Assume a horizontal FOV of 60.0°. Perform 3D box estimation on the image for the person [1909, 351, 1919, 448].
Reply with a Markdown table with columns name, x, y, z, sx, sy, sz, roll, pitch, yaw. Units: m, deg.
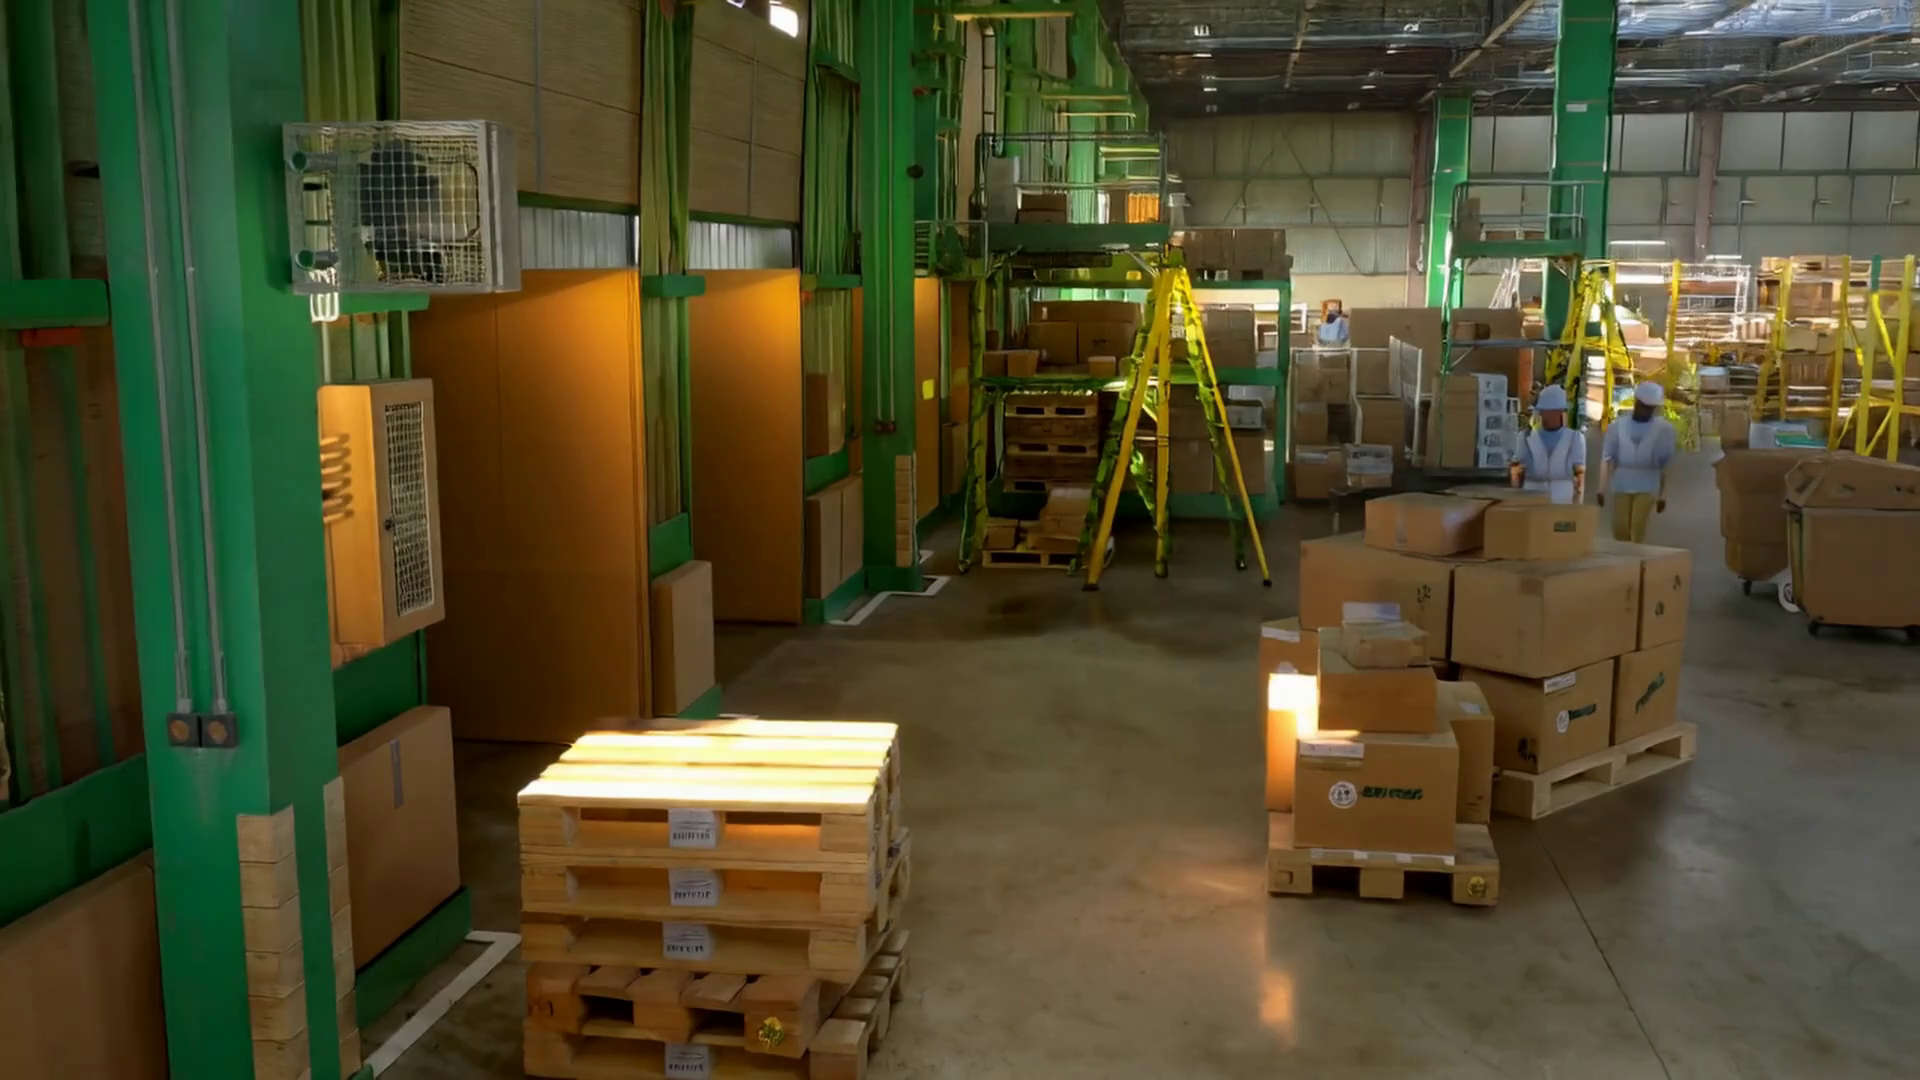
| name | x | y | z | sx | sy | sz | roll | pitch | yaw |
| --- | --- | --- | --- | --- | --- | --- | --- | --- | --- |
| person | 15.513 | -2.341 | 26.735 | 0.323 | 1.736 | 0.488 | 5 | 10 | 26 |

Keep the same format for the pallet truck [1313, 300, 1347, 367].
| name | x | y | z | sx | sy | sz | roll | pitch | yaw |
| --- | --- | --- | --- | --- | --- | --- | --- | --- | --- |
| pallet truck | 11.159 | -6.200 | 49.718 | 0.823 | 1.965 | 1.885 | 4 | 10 | 26 |

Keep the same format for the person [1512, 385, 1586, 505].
| name | x | y | z | sx | sy | sz | roll | pitch | yaw |
| --- | --- | --- | --- | --- | --- | --- | --- | --- | --- |
| person | 4.726 | -0.282 | 13.401 | 0.551 | 1.936 | 0.357 | 4 | 10 | 22 |

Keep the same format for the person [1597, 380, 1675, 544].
| name | x | y | z | sx | sy | sz | roll | pitch | yaw |
| --- | --- | --- | --- | --- | --- | --- | --- | --- | --- |
| person | 6.015 | -0.486 | 14.803 | 0.597 | 1.898 | 0.734 | 5 | 11 | 29 |

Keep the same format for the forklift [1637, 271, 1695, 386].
| name | x | y | z | sx | sy | sz | roll | pitch | yaw |
| --- | --- | --- | --- | --- | --- | --- | --- | --- | --- |
| forklift | 16.971 | -5.172 | 40.666 | 1.129 | 2.768 | 1.873 | -9 | 13 | -43 |

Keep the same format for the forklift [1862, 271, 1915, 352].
| name | x | y | z | sx | sy | sz | roll | pitch | yaw |
| --- | --- | --- | --- | --- | --- | --- | --- | --- | --- |
| forklift | 26.971 | -6.296 | 47.597 | 1.873 | 2.768 | 1.129 | 4 | 10 | 26 |
